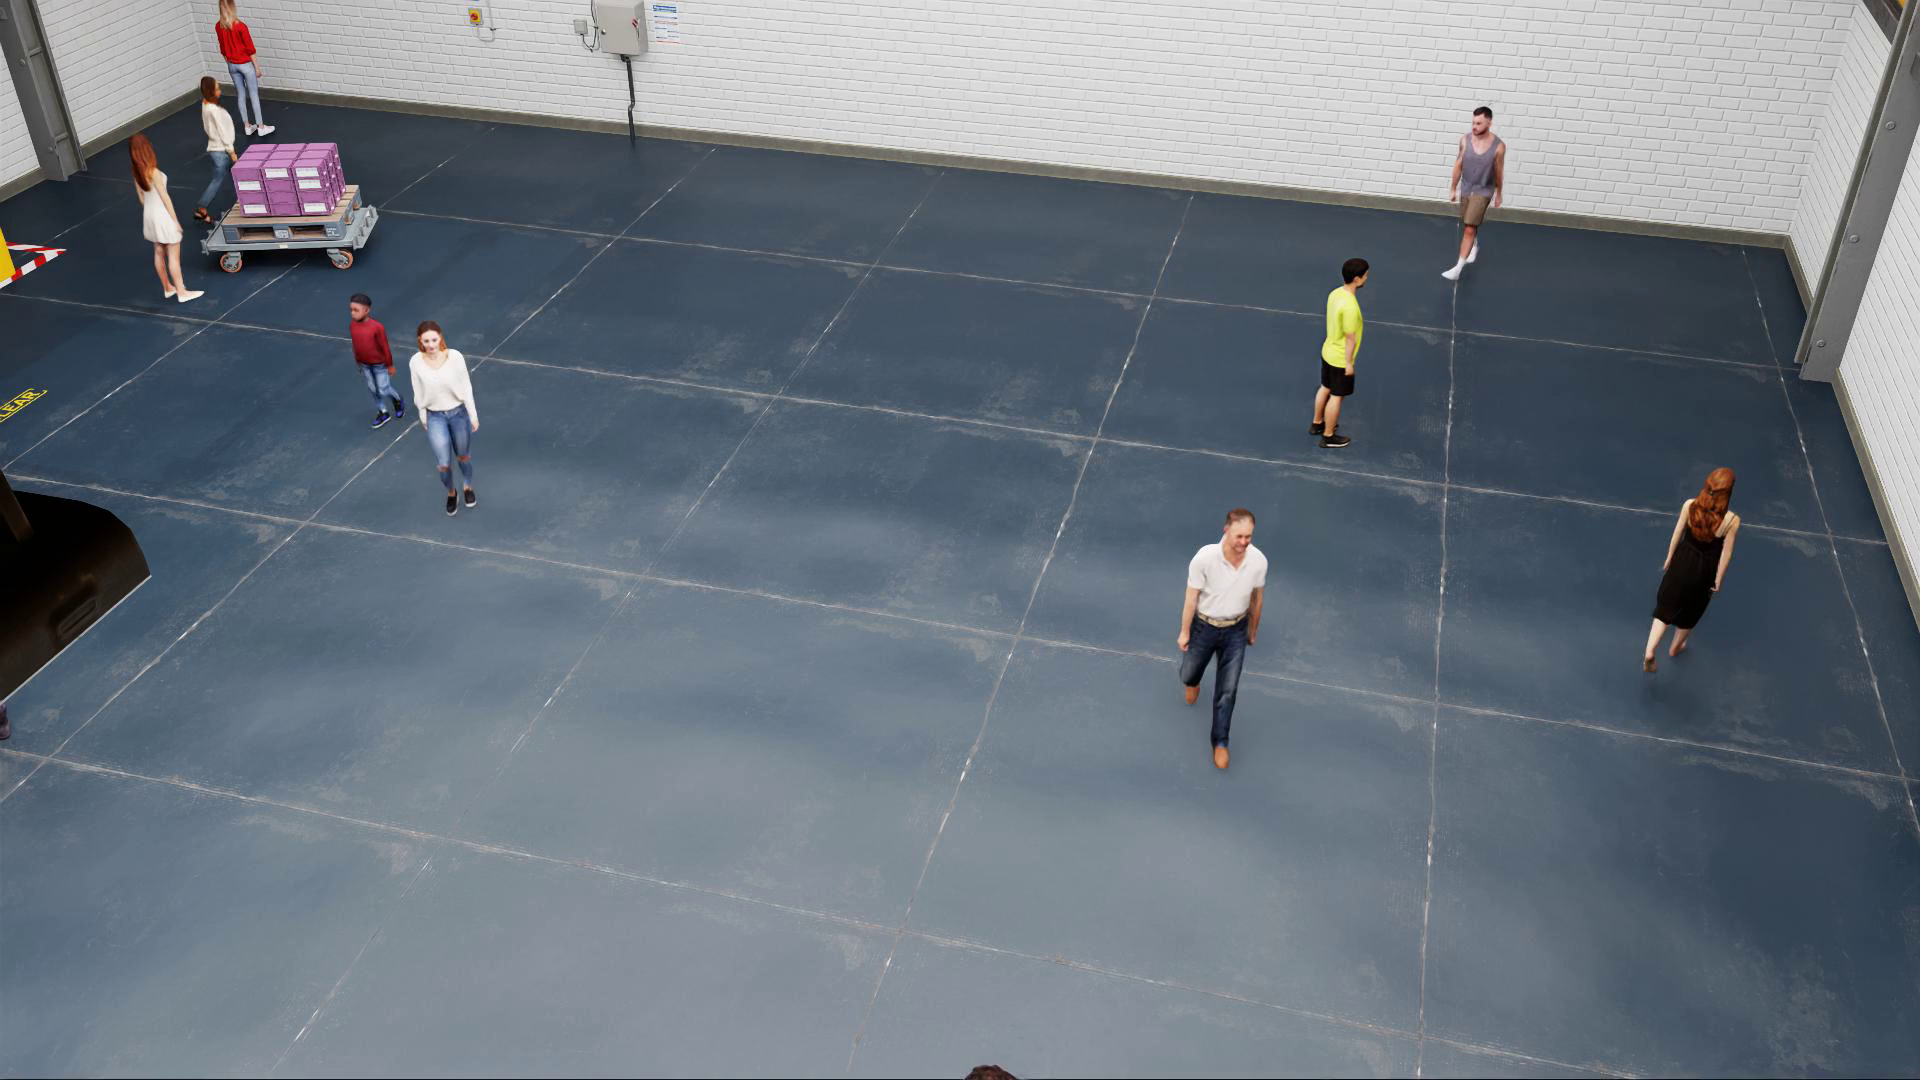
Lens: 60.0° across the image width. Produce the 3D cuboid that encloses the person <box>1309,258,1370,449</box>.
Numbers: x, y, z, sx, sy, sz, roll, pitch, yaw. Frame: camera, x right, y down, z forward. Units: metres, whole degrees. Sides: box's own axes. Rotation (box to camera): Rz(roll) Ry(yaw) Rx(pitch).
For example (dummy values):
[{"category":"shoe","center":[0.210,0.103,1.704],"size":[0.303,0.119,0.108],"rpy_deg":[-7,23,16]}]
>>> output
[{"category":"person","center":[3.231,-1.597,14.176],"size":[0.738,1.706,0.596],"rpy_deg":[-4,34,-6]}]

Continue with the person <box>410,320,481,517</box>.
[{"category":"person","center":[-4.104,-1.020,13.336],"size":[0.744,1.675,0.773],"rpy_deg":[-10,35,-14]}]

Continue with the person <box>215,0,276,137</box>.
[{"category":"person","center":[-8.903,-5.869,20.603],"size":[0.621,1.706,0.489],"rpy_deg":[7,34,11]}]

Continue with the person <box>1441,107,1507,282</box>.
[{"category":"person","center":[5.319,-3.585,17.003],"size":[1.002,1.792,1.307],"rpy_deg":[21,39,28]}]

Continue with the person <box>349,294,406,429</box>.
[{"category":"person","center":[-5.109,-1.604,14.601],"size":[0.523,1.248,0.551],"rpy_deg":[9,35,14]}]

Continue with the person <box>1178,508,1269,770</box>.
[{"category":"person","center":[1.674,0.534,10.852],"size":[0.818,1.837,1.100],"rpy_deg":[2,34,2]}]

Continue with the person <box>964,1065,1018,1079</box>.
[{"category":"person","center":[0.165,2.896,7.365],"size":[0.832,1.763,1.023],"rpy_deg":[24,40,31]}]

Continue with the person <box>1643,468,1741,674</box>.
[{"category":"person","center":[5.047,0.250,11.492],"size":[0.791,1.600,1.014],"rpy_deg":[24,40,31]}]

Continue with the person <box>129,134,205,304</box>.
[{"category":"person","center":[-8.003,-3.225,16.623],"size":[0.613,1.709,0.607],"rpy_deg":[19,38,26]}]
